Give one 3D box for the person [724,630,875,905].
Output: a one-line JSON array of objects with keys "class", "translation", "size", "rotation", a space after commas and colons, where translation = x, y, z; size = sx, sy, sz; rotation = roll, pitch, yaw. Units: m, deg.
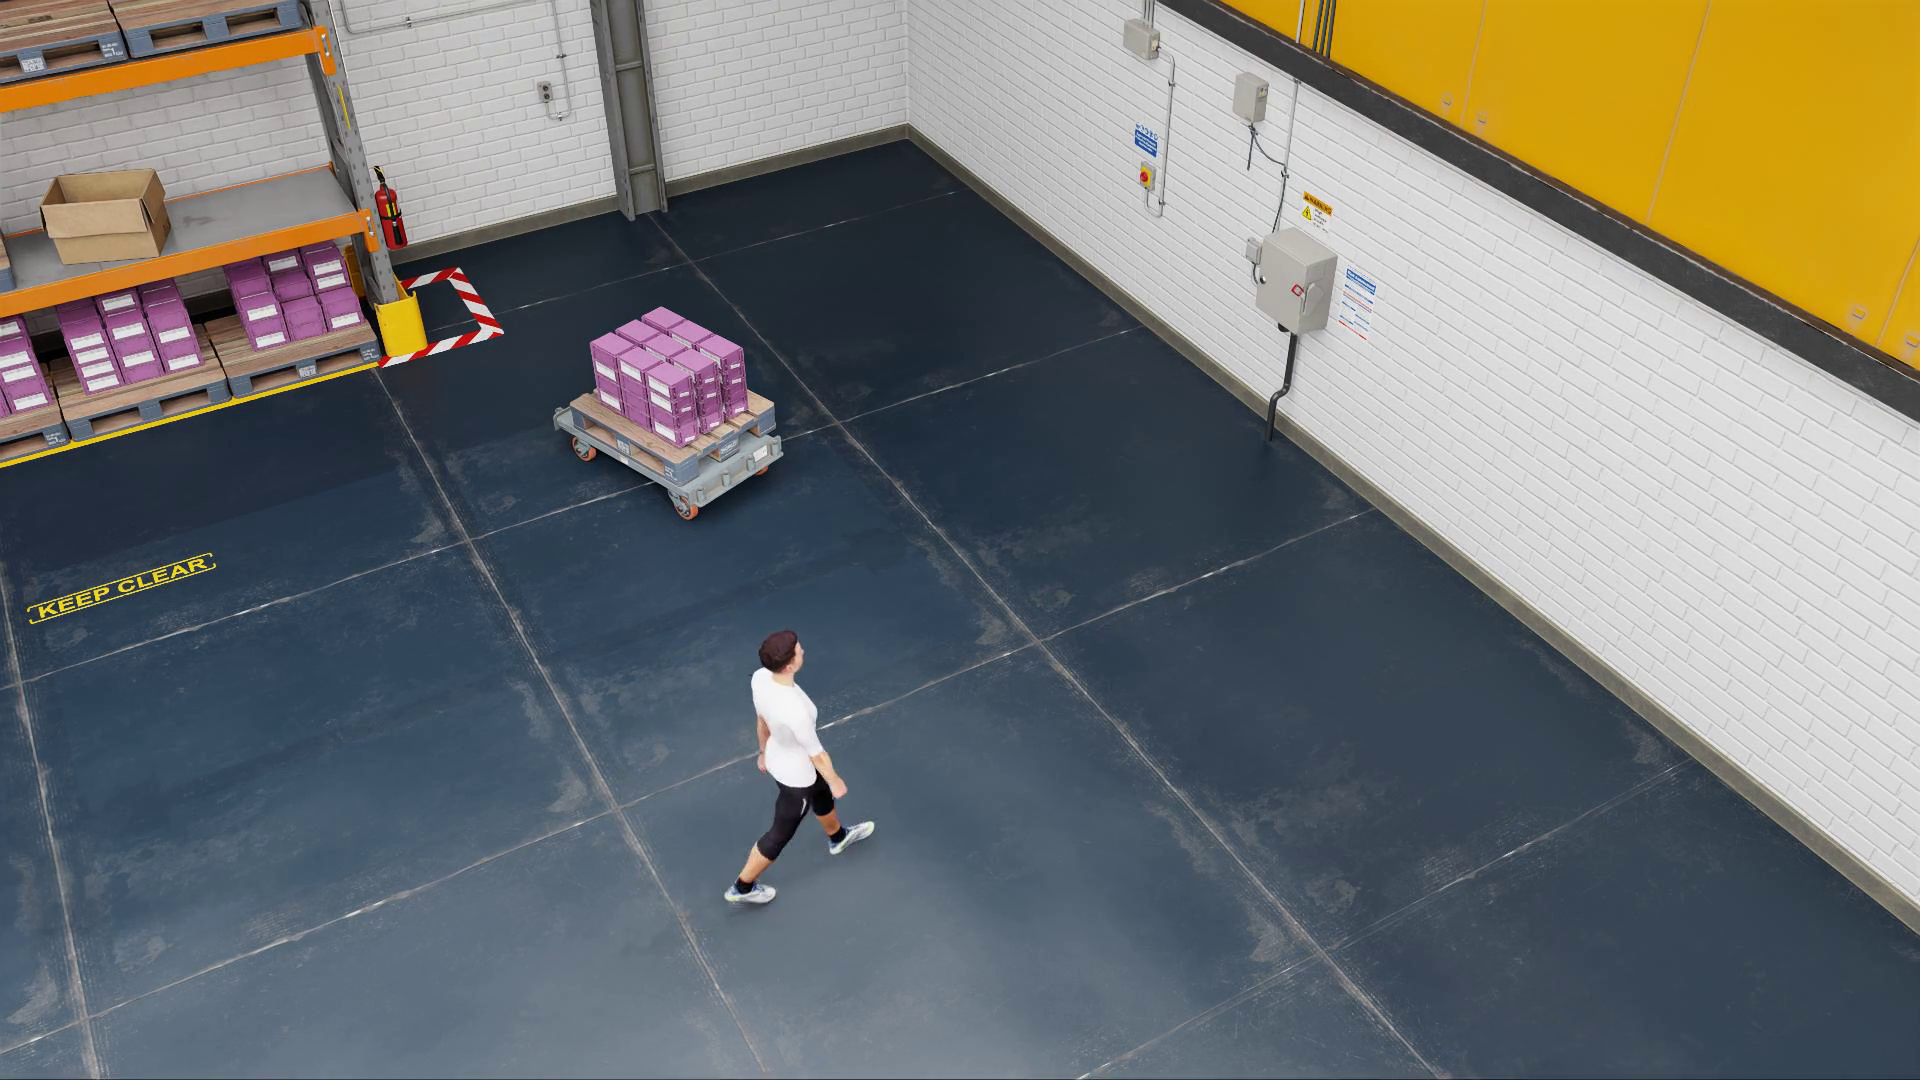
[{"class": "person", "translation": [-0.980, 1.278, 9.024], "size": [1.207, 1.819, 0.674], "rotation": [-19, 42, -22]}]
